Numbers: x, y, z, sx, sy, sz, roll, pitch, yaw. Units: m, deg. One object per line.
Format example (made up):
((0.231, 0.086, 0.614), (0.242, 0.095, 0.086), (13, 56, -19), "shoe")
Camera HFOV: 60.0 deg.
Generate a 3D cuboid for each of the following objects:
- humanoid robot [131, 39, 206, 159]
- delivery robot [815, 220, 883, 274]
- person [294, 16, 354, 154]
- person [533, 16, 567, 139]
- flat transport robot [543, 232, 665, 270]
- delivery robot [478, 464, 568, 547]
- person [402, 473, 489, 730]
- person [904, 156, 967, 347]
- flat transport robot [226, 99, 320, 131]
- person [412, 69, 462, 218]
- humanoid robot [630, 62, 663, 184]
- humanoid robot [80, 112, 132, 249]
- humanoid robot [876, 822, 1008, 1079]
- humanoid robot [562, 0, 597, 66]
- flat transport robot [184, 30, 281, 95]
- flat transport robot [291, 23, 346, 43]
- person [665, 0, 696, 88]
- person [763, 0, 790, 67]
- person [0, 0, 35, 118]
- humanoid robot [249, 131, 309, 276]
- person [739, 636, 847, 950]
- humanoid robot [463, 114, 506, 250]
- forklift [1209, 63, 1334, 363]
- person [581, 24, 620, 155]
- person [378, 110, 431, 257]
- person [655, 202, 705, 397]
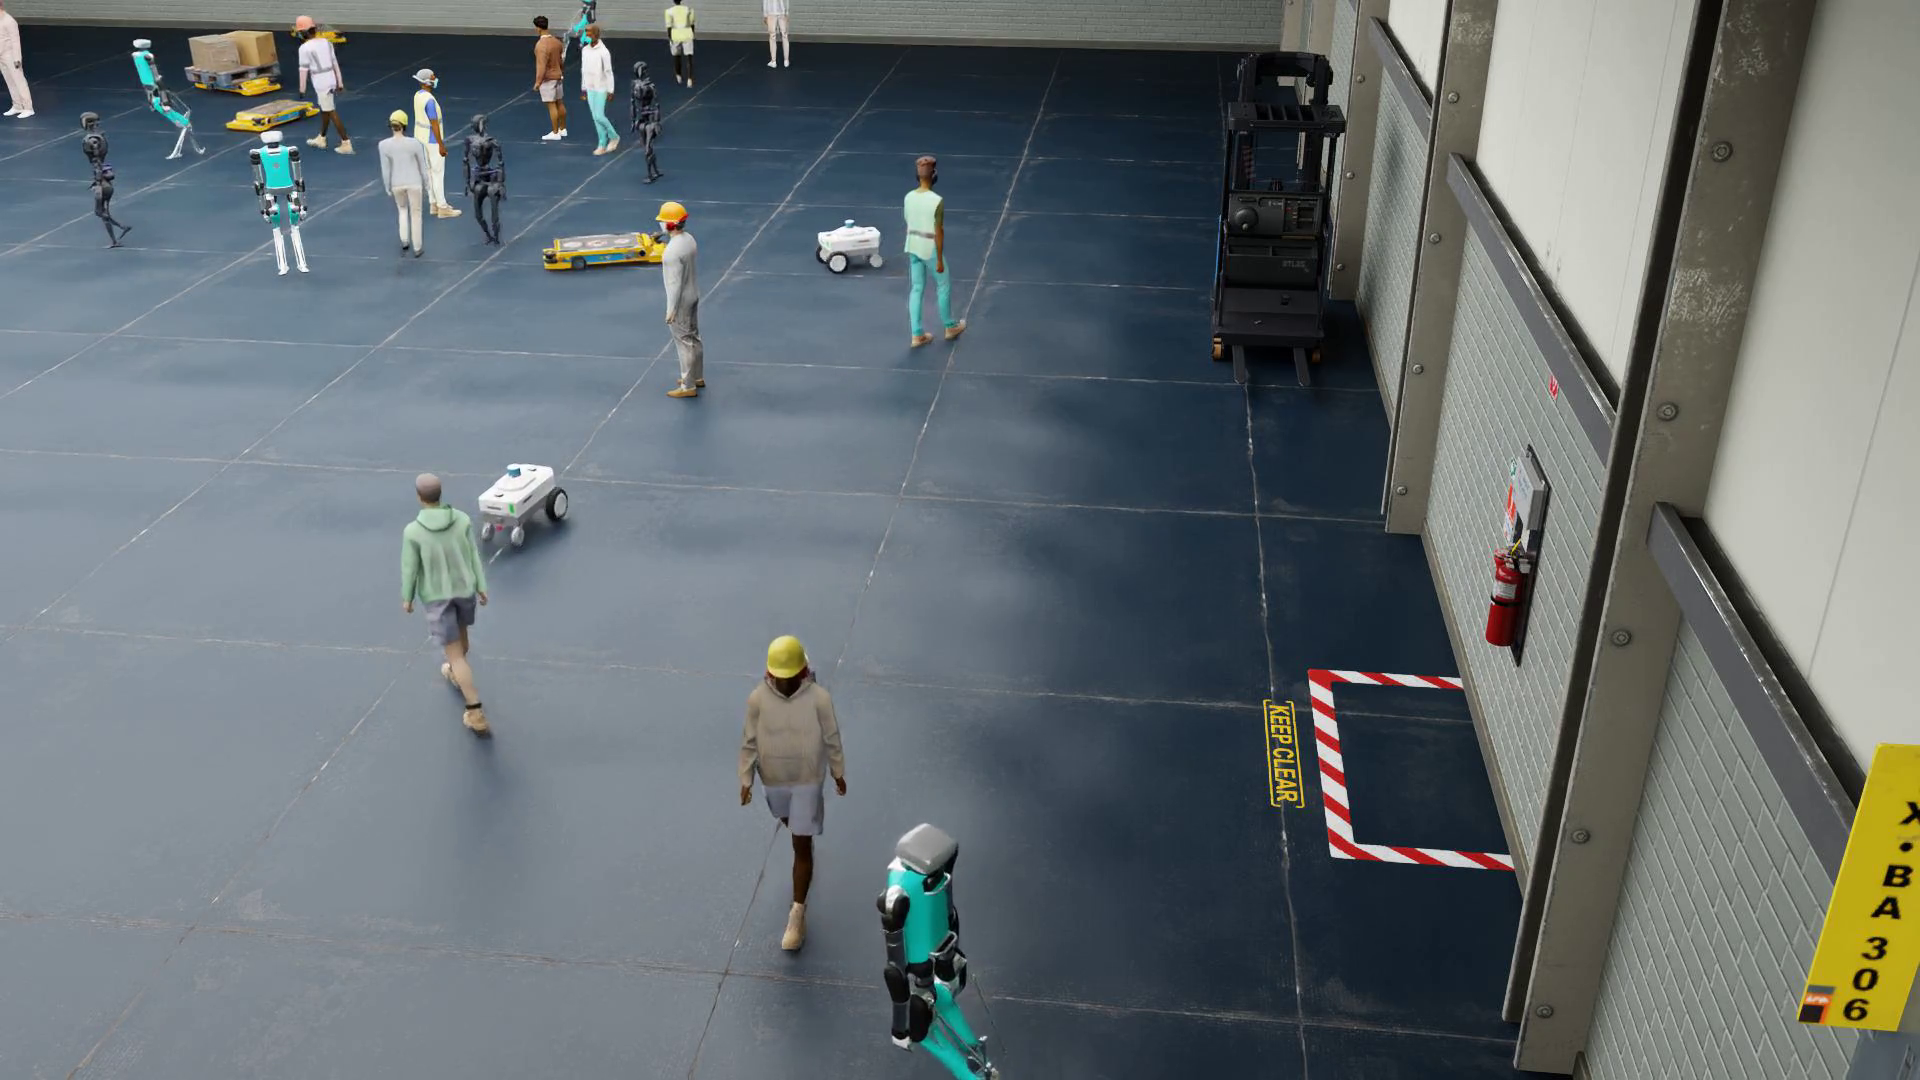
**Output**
((-11.563, -6.453, 24.471), (0.575, 1.861, 0.858), (21, 33, 35), "humanoid robot")
((-1.329, -3.493, 19.815), (0.818, 0.614, 0.499), (-10, 28, -20), "delivery robot")
((-9.547, -6.741, 24.666), (0.958, 1.994, 0.618), (7, 27, 14), "person")
((-6.286, -7.099, 25.544), (0.405, 1.850, 0.790), (7, 28, 14), "person")
((-4.305, -3.496, 20.117), (1.431, 0.231, 0.659), (-6, 27, -13), "flat transport robot")
((-3.578, -0.325, 13.459), (0.499, 0.585, 0.765), (8, 28, 15), "delivery robot")
((-3.334, 0.371, 10.811), (0.493, 1.691, 0.928), (-19, 32, -33), "person")
((-0.273, -3.021, 17.281), (0.518, 1.959, 0.781), (18, 32, 31), "person")
((-11.068, -6.848, 26.810), (0.659, 0.231, 1.431), (9, 28, 17), "flat transport robot")
((-6.857, -5.147, 21.606), (0.405, 1.892, 0.533), (-17, 31, -31), "person")
((-4.409, -5.843, 23.243), (0.616, 1.638, 0.596), (19, 32, 33), "humanoid robot")
((-10.499, -4.391, 20.336), (0.369, 1.650, 0.606), (-14, 30, -26), "humanoid robot")
((0.009, 2.113, 7.352), (0.668, 1.869, 0.533), (14, 30, 25), "humanoid robot")
((-7.153, -9.670, 30.833), (0.958, 1.765, 0.542), (-14, 30, -26), "humanoid robot")
((-12.643, -8.001, 29.111), (1.431, 0.231, 0.659), (15, 30, 27), "flat transport robot")
((-12.917, -10.171, 33.442), (0.659, 0.231, 1.431), (-18, 32, -32), "flat transport robot")
((-4.876, -8.790, 29.145), (0.519, 1.650, 0.911), (-4, 27, -8), "person")
((-3.387, -9.694, 30.697), (0.499, 1.879, 0.400), (-9, 28, -17), "person")
((-15.434, -7.821, 26.924), (0.638, 1.909, 0.410), (16, 31, 29), "person")
((-7.817, -3.923, 19.183), (0.533, 1.677, 0.735), (-11, 28, -20), "humanoid robot")
((-0.909, 1.257, 9.005), (0.558, 1.719, 0.918), (3, 27, 6), "person")
((-5.795, -4.383, 20.359), (0.589, 1.652, 0.406), (8, 28, 15), "humanoid robot")
((3.241, -3.477, 17.183), (1.129, 2.768, 1.873), (3, 27, 6), "forklift")
((-5.383, -6.656, 24.606), (0.495, 1.901, 0.445), (18, 32, 32), "person")
((-6.682, -4.313, 20.111), (0.518, 1.738, 0.512), (-2, 27, -4), "person")
((-2.676, -2.299, 15.915), (0.362, 1.894, 0.581), (5, 27, 10), "person")
